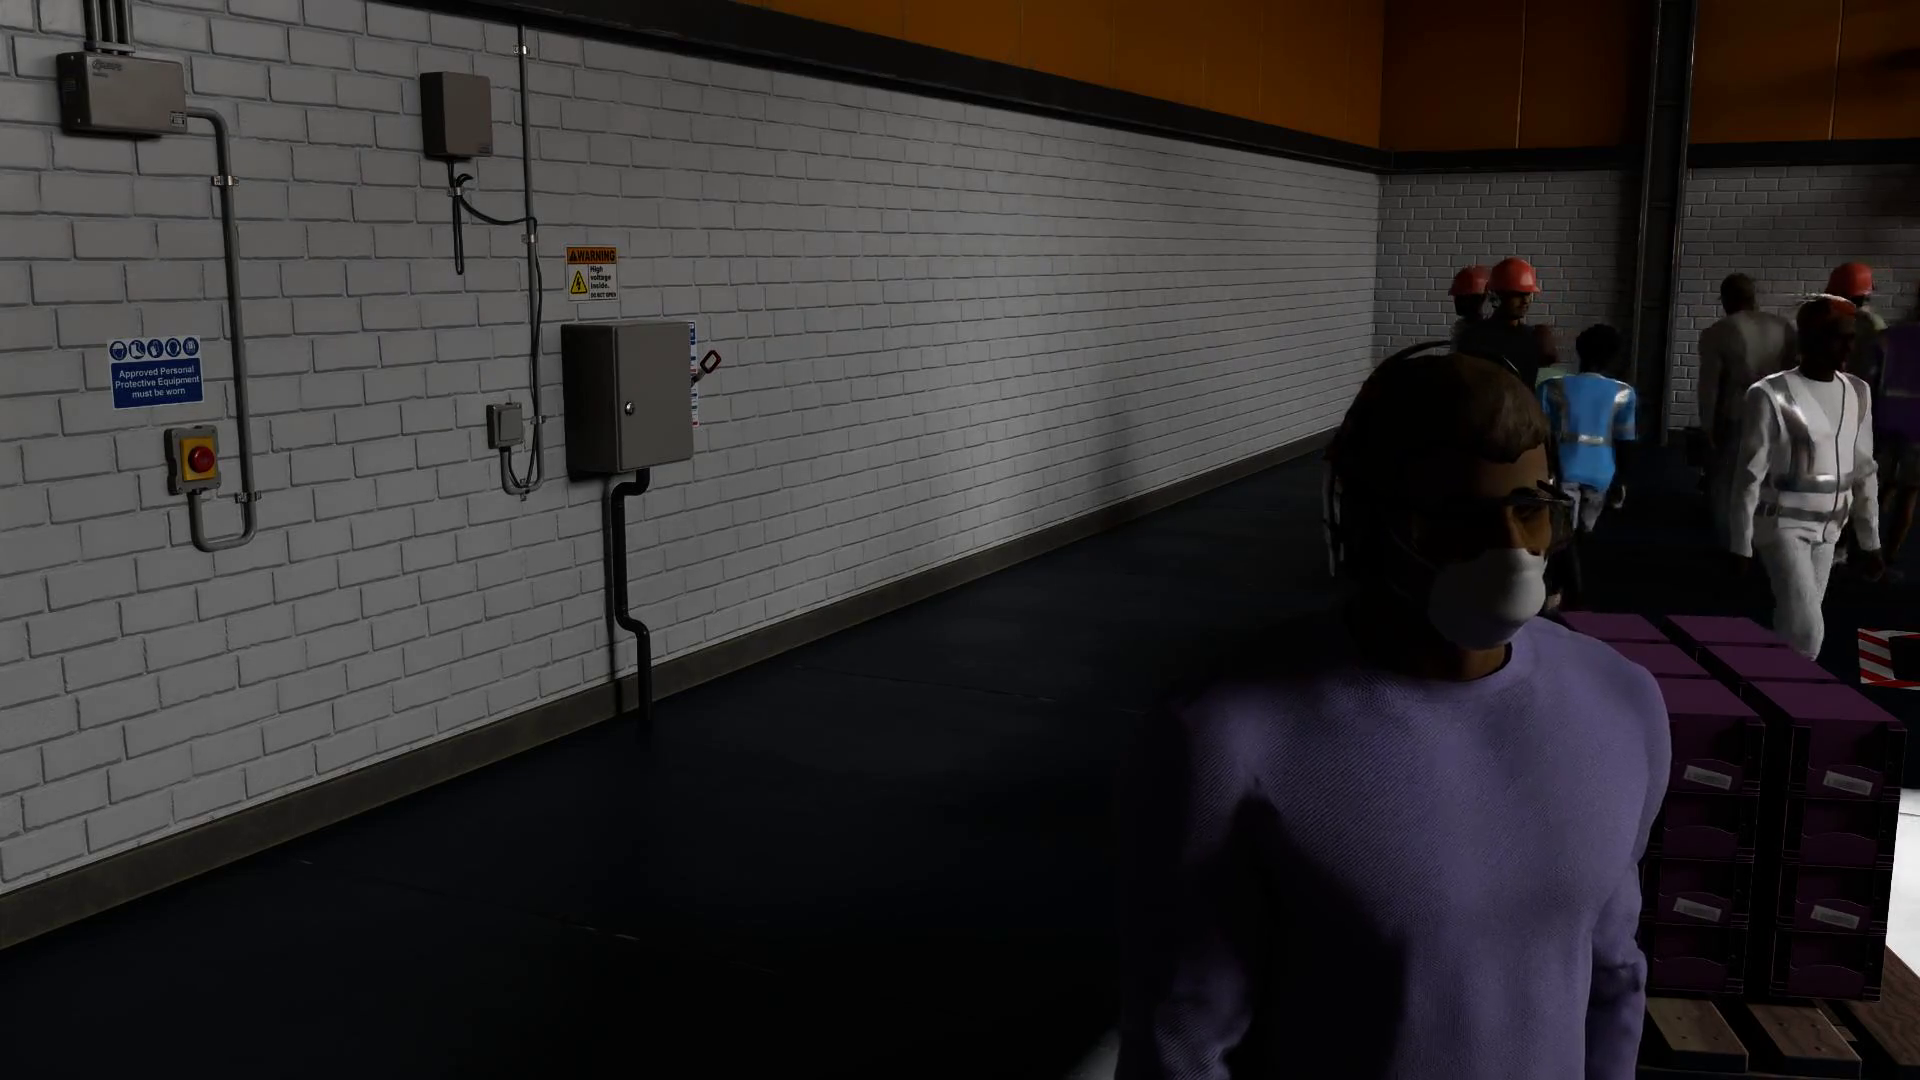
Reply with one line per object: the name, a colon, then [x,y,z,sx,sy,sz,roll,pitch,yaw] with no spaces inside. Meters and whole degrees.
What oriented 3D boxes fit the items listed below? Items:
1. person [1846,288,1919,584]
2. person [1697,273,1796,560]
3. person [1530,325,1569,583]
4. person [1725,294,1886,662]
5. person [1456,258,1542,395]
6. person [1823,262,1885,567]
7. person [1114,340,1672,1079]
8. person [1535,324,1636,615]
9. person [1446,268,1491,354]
person: [5.782,-0.663,10.112,0.404,1.905,0.593,-6,11,-31]
person: [5.126,-0.765,10.732,0.669,1.904,0.786,0,10,-1]
person: [3.449,-0.507,10.110,0.506,1.587,0.817,-1,10,-4]
person: [3.282,0.003,6.378,0.581,1.867,0.575,-4,11,-24]
person: [2.953,-0.533,9.091,0.623,1.992,0.397,-6,11,-31]
person: [5.733,-0.813,10.828,0.607,1.957,0.842,2,10,10]
person: [0.458,0.762,1.755,0.637,1.938,0.355,-4,10,-20]
person: [3.304,-0.338,8.955,0.525,1.635,0.804,0,10,-2]
person: [3.396,-0.870,11.264,0.824,1.912,0.591,-3,10,-17]
